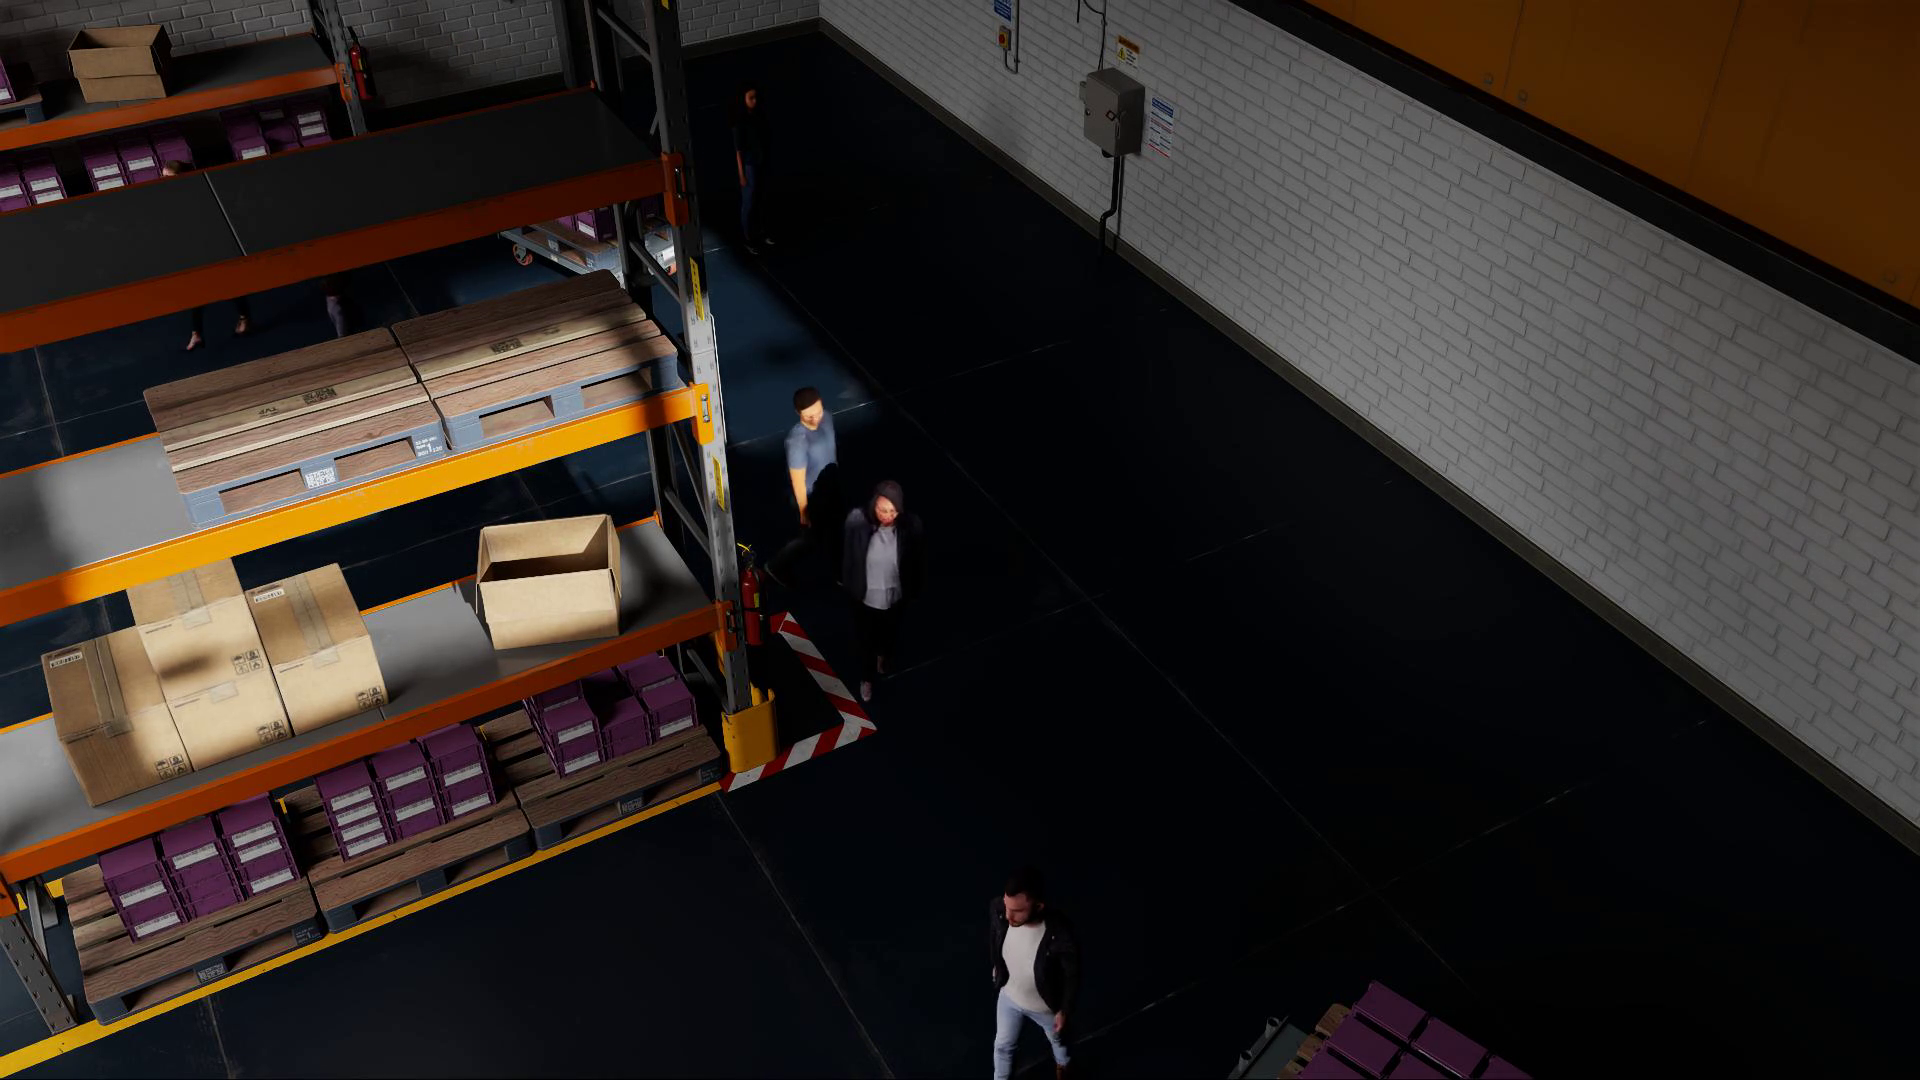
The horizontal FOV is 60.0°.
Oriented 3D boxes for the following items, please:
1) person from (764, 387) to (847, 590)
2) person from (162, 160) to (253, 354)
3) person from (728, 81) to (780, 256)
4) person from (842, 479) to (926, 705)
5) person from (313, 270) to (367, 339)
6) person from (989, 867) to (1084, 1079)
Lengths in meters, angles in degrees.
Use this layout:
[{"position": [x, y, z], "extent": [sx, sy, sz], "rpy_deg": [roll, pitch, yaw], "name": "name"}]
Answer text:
[{"position": [-1.050, -0.322, 11.171], "extent": [1.092, 1.766, 1.068], "rpy_deg": [13, 40, 16], "name": "person"}, {"position": [-6.220, -2.401, 13.845], "extent": [0.908, 1.679, 1.046], "rpy_deg": [21, 43, 24], "name": "person"}, {"position": [-1.880, -3.416, 15.167], "extent": [0.745, 1.614, 0.646], "rpy_deg": [25, 45, 28], "name": "person"}, {"position": [-0.497, 0.224, 10.635], "extent": [0.850, 1.581, 0.903], "rpy_deg": [-2, 39, -3], "name": "person"}, {"position": [-4.643, -1.310, 12.488], "extent": [1.140, 1.667, 0.642], "rpy_deg": [-17, 42, -20], "name": "person"}, {"position": [0.404, 2.146, 8.047], "extent": [0.873, 1.807, 0.957], "rpy_deg": [15, 41, 18], "name": "person"}]
